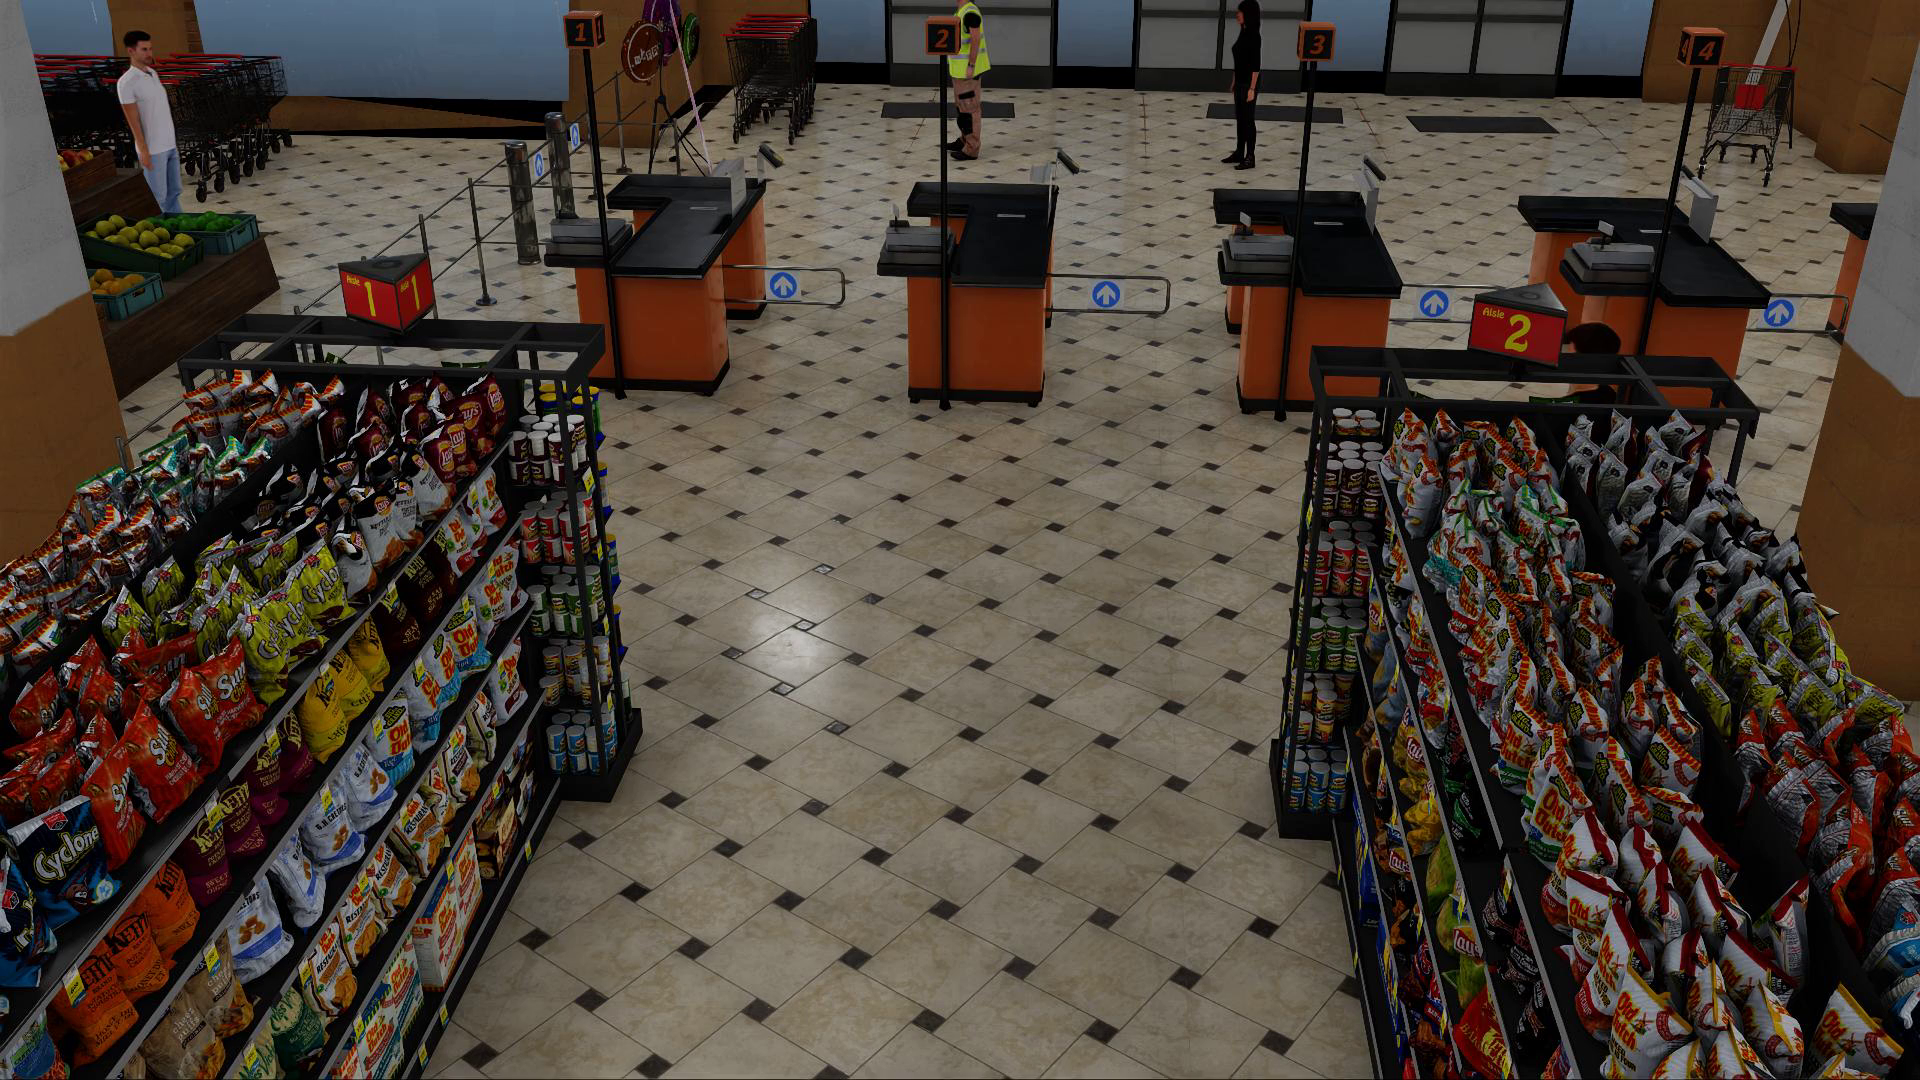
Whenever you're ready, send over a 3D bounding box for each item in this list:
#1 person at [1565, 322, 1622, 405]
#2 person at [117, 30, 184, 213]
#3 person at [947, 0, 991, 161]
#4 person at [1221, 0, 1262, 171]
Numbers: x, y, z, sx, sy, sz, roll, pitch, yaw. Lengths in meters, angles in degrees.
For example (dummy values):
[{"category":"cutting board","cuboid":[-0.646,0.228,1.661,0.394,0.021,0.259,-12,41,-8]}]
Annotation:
[{"category":"person","cuboid":[2.797,-0.124,7.677,0.809,1.846,0.710,21,34,36]},{"category":"person","cuboid":[-6.757,-3.321,13.963,0.723,1.862,0.482,2,27,5]},{"category":"person","cuboid":[0.049,-4.835,16.969,0.838,1.845,0.726,-5,27,-9]},{"category":"person","cuboid":[2.876,-4.568,16.668,0.716,1.641,0.575,-8,28,-15]}]
